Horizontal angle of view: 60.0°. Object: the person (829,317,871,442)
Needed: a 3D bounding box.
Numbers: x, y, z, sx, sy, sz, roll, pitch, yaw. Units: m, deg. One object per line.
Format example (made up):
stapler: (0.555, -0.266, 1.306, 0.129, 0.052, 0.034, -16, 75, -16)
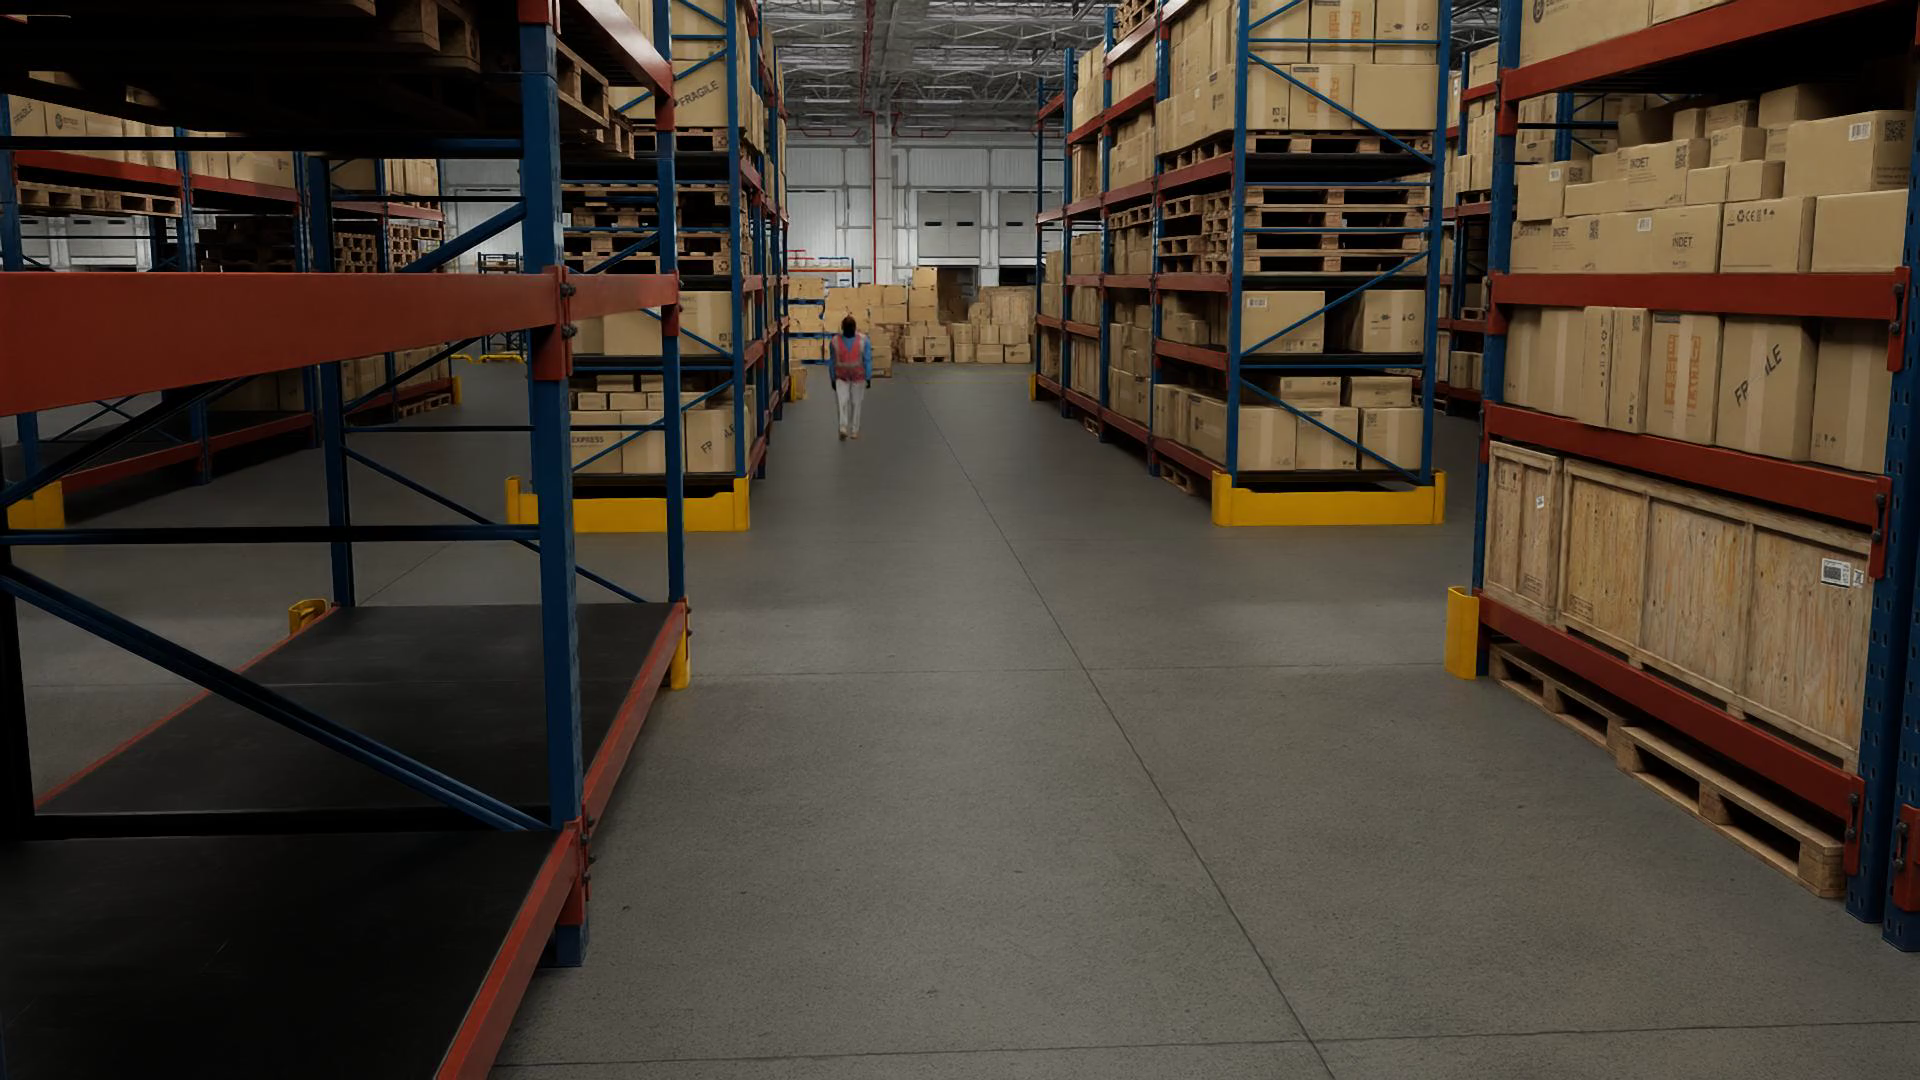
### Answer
person: (-1.595, -2.321, 24.100, 0.621, 1.786, 0.968, 0, 9, -3)
